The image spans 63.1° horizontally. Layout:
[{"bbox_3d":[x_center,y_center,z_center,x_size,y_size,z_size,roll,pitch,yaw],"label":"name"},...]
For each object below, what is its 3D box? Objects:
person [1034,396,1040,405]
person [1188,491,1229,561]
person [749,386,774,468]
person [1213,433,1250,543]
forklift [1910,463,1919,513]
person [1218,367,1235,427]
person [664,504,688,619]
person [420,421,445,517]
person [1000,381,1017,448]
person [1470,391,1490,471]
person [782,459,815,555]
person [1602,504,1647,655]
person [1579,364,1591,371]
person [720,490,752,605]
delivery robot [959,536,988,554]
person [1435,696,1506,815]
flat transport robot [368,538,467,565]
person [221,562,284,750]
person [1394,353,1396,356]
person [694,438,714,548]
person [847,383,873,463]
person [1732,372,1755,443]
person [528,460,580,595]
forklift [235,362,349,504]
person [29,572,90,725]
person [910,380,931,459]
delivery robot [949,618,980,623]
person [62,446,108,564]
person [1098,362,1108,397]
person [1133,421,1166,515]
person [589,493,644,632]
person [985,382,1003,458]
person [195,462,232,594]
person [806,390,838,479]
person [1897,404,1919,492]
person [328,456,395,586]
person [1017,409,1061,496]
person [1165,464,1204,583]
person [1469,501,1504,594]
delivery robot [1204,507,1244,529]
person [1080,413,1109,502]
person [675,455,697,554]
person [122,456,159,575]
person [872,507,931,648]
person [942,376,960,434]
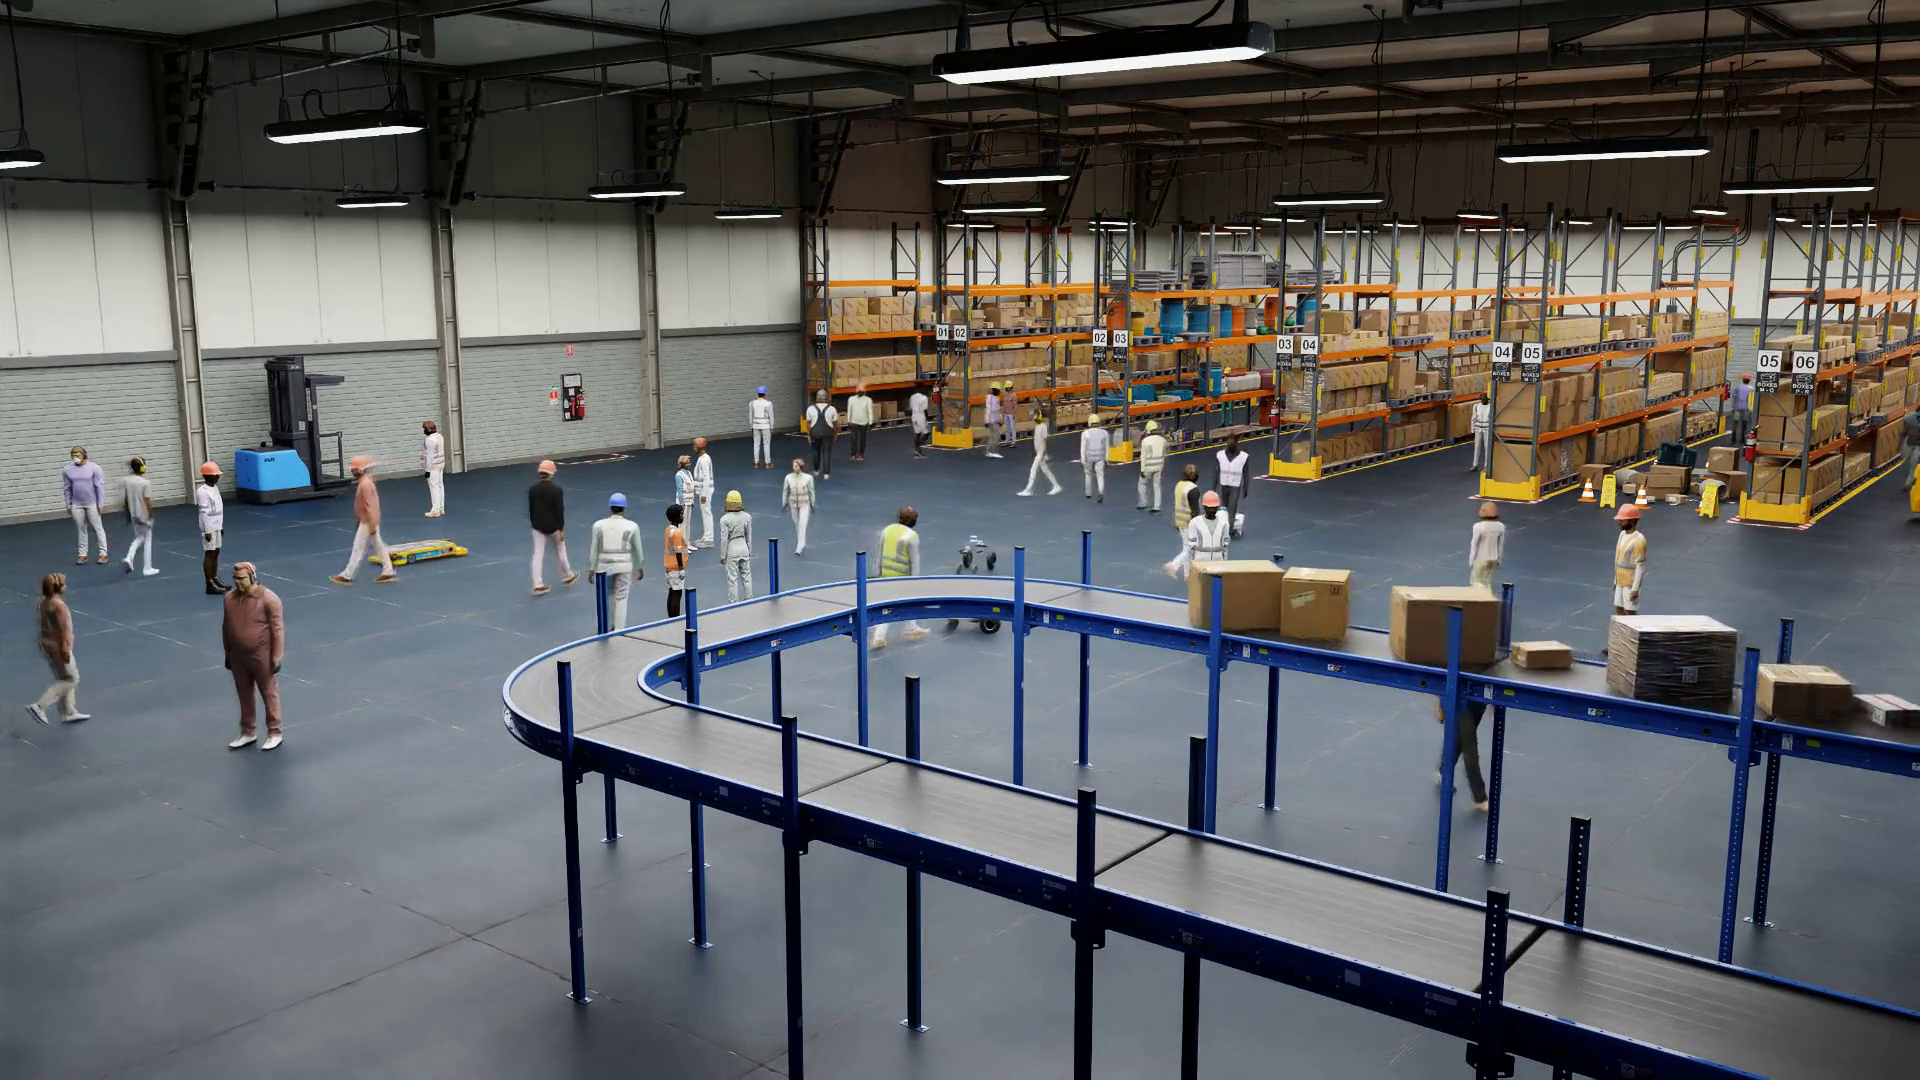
[{"bbox_3d":[2.323,-4.743,49.587,0.629,1.613,0.529,-5,11,-28],"label":"person"},{"bbox_3d":[3.212,0.323,20.191,0.543,1.939,0.371,-1,10,-8],"label":"person"},{"bbox_3d":[-4.683,-2.675,37.038,0.615,1.945,0.405,3,10,16],"label":"person"},{"bbox_3d":[4.787,-0.956,27.571,0.598,1.886,0.940,5,11,25],"label":"person"},{"bbox_3d":[19.034,-1.348,28.998,2.313,2.155,1.214,8,13,37],"label":"forklift"},{"bbox_3d":[7.897,-4.214,46.214,0.525,1.769,0.315,7,12,34],"label":"person"},{"bbox_3d":[-3.735,0.368,20.619,0.318,1.697,0.535,-4,11,-23],"label":"person"},{"bbox_3d":[-10.122,-1.374,30.031,0.429,1.839,0.623,0,10,2],"label":"person"},{"bbox_3d":[1.289,-3.311,41.157,0.325,1.760,0.523,-8,13,-37],"label":"person"},{"bbox_3d":[12.179,-2.529,36.402,0.585,1.879,0.337,7,12,35],"label":"person"},{"bbox_3d":[-2.700,-0.566,26.182,0.534,1.588,0.888,3,10,14],"label":"person"},{"bbox_3d":[8.133,0.513,19.126,0.373,1.934,0.551,0,10,-2],"label":"person"},{"bbox_3d":[17.735,-4.001,44.395,1.046,1.992,0.634,-5,11,-24],"label":"person"},{"bbox_3d":[-3.089,0.183,21.530,0.484,1.744,0.295,-8,13,-39],"label":"person"},{"bbox_3d":[0.223,0.052,24.737,0.335,0.223,0.698,4,11,23],"label":"delivery robot"},{"bbox_3d":[4.577,1.488,14.070,0.514,1.799,1.008,-4,11,-20],"label":"person"},{"bbox_3d":[-8.931,0.187,25.768,0.652,0.197,1.431,8,13,38],"label":"flat transport robot"},{"bbox_3d":[-7.080,1.151,15.627,0.651,1.904,0.403,2,10,12],"label":"person"},{"bbox_3d":[14.896,-5.653,54.053,0.317,1.860,0.509,5,11,24],"label":"person"},{"bbox_3d":[-4.384,-0.816,26.765,0.356,1.881,0.575,-2,10,-11],"label":"person"},{"bbox_3d":[-2.440,-2.850,38.057,0.639,1.928,1.055,1,10,3],"label":"person"},{"bbox_3d":[21.030,-3.551,42.051,0.547,1.922,0.681,7,13,36],"label":"person"},{"bbox_3d":[-6.051,-0.214,23.181,0.647,1.942,0.990,3,11,18],"label":"person"},{"bbox_3d":[-13.803,-2.244,32.110,1.129,2.768,1.873,8,13,37],"label":"forklift"},{"bbox_3d":[-9.487,1.152,16.379,0.522,1.622,0.502,10,14,44],"label":"person"},{"bbox_3d":[-0.969,-2.987,38.775,0.417,1.950,0.647,-9,14,-41],"label":"person"},{"bbox_3d":[0.177,0.888,20.762,0.707,0.478,0.477,1,10,4],"label":"delivery robot"},{"bbox_3d":[-14.125,-0.568,25.257,0.628,1.929,0.388,-1,10,-4],"label":"person"},{"bbox_3d":[4.600,-5.031,51.078,0.524,1.666,0.834,6,12,30],"label":"person"},{"bbox_3d":[3.664,-1.414,30.323,0.627,1.803,0.745,-6,12,-30],"label":"person"},{"bbox_3d":[-4.391,0.348,20.141,0.651,1.901,0.922,1,10,3],"label":"person"},{"bbox_3d":[0.913,-2.975,38.835,0.691,1.900,0.629,5,11,25],"label":"person"},{"bbox_3d":[-11.013,-0.191,23.082,0.364,1.939,0.542,-1,10,-6],"label":"person"},{"bbox_3d":[-3.114,-2.411,35.413,0.705,2.000,1.013,-1,10,-3],"label":"person"},{"bbox_3d":[20.309,-1.978,33.242,0.517,1.899,0.711,-8,13,-37],"label":"person"},{"bbox_3d":[-9.065,-0.288,23.602,0.998,1.944,0.659,-4,11,-20],"label":"person"},{"bbox_3d":[1.691,-1.835,32.675,0.980,1.826,0.538,-3,10,-15],"label":"person"},{"bbox_3d":[3.415,-0.240,23.668,0.574,1.827,0.640,-2,10,-13],"label":"person"},{"bbox_3d":[7.200,0.280,21.328,0.515,1.615,0.462,-4,11,-19],"label":"person"},{"bbox_3d":[4.655,-0.346,27.704,0.707,0.478,0.477,-2,10,-14],"label":"delivery robot"},{"bbox_3d":[2.738,-1.664,31.734,0.596,1.807,0.813,-1,10,-6],"label":"person"},{"bbox_3d":[-4.612,-0.604,26.249,0.308,1.641,0.514,2,10,8],"label":"person"},{"bbox_3d":[-12.747,-0.361,24.254,0.534,1.862,0.489,2,10,12],"label":"person"},{"bbox_3d":[-0.788,0.463,19.889,0.964,1.780,0.683,-8,13,-38],"label":"person"},{"bbox_3d":[-0.325,-3.656,43.035,0.617,1.779,0.949,8,13,37],"label":"person"}]
